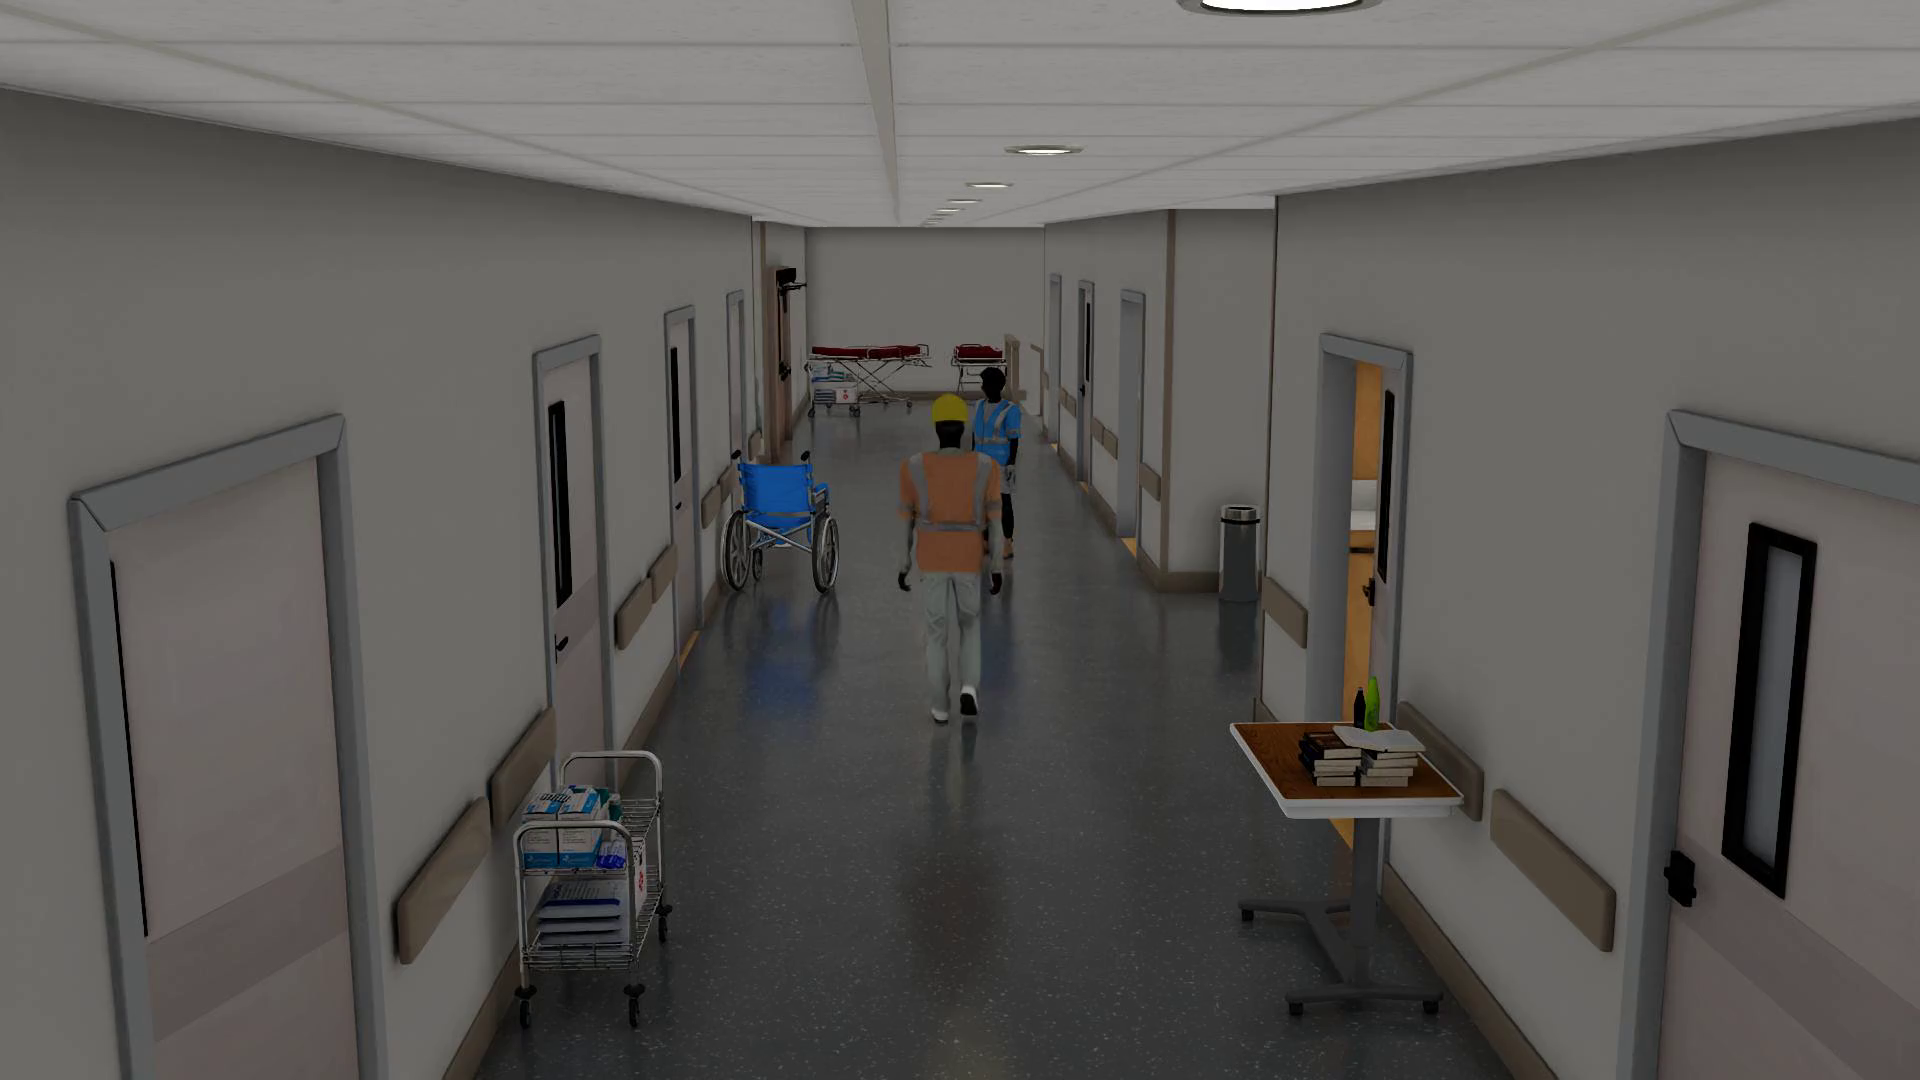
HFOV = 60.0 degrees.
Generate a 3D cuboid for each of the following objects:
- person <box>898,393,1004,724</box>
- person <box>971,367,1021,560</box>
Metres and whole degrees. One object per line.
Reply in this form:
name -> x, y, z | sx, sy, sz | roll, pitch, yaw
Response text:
person -> -0.058, 0.111, 9.628 | 0.601, 1.909, 0.440 | -1, 10, -6
person -> 0.296, -0.674, 14.583 | 0.533, 1.693, 0.319 | 9, 13, 40
